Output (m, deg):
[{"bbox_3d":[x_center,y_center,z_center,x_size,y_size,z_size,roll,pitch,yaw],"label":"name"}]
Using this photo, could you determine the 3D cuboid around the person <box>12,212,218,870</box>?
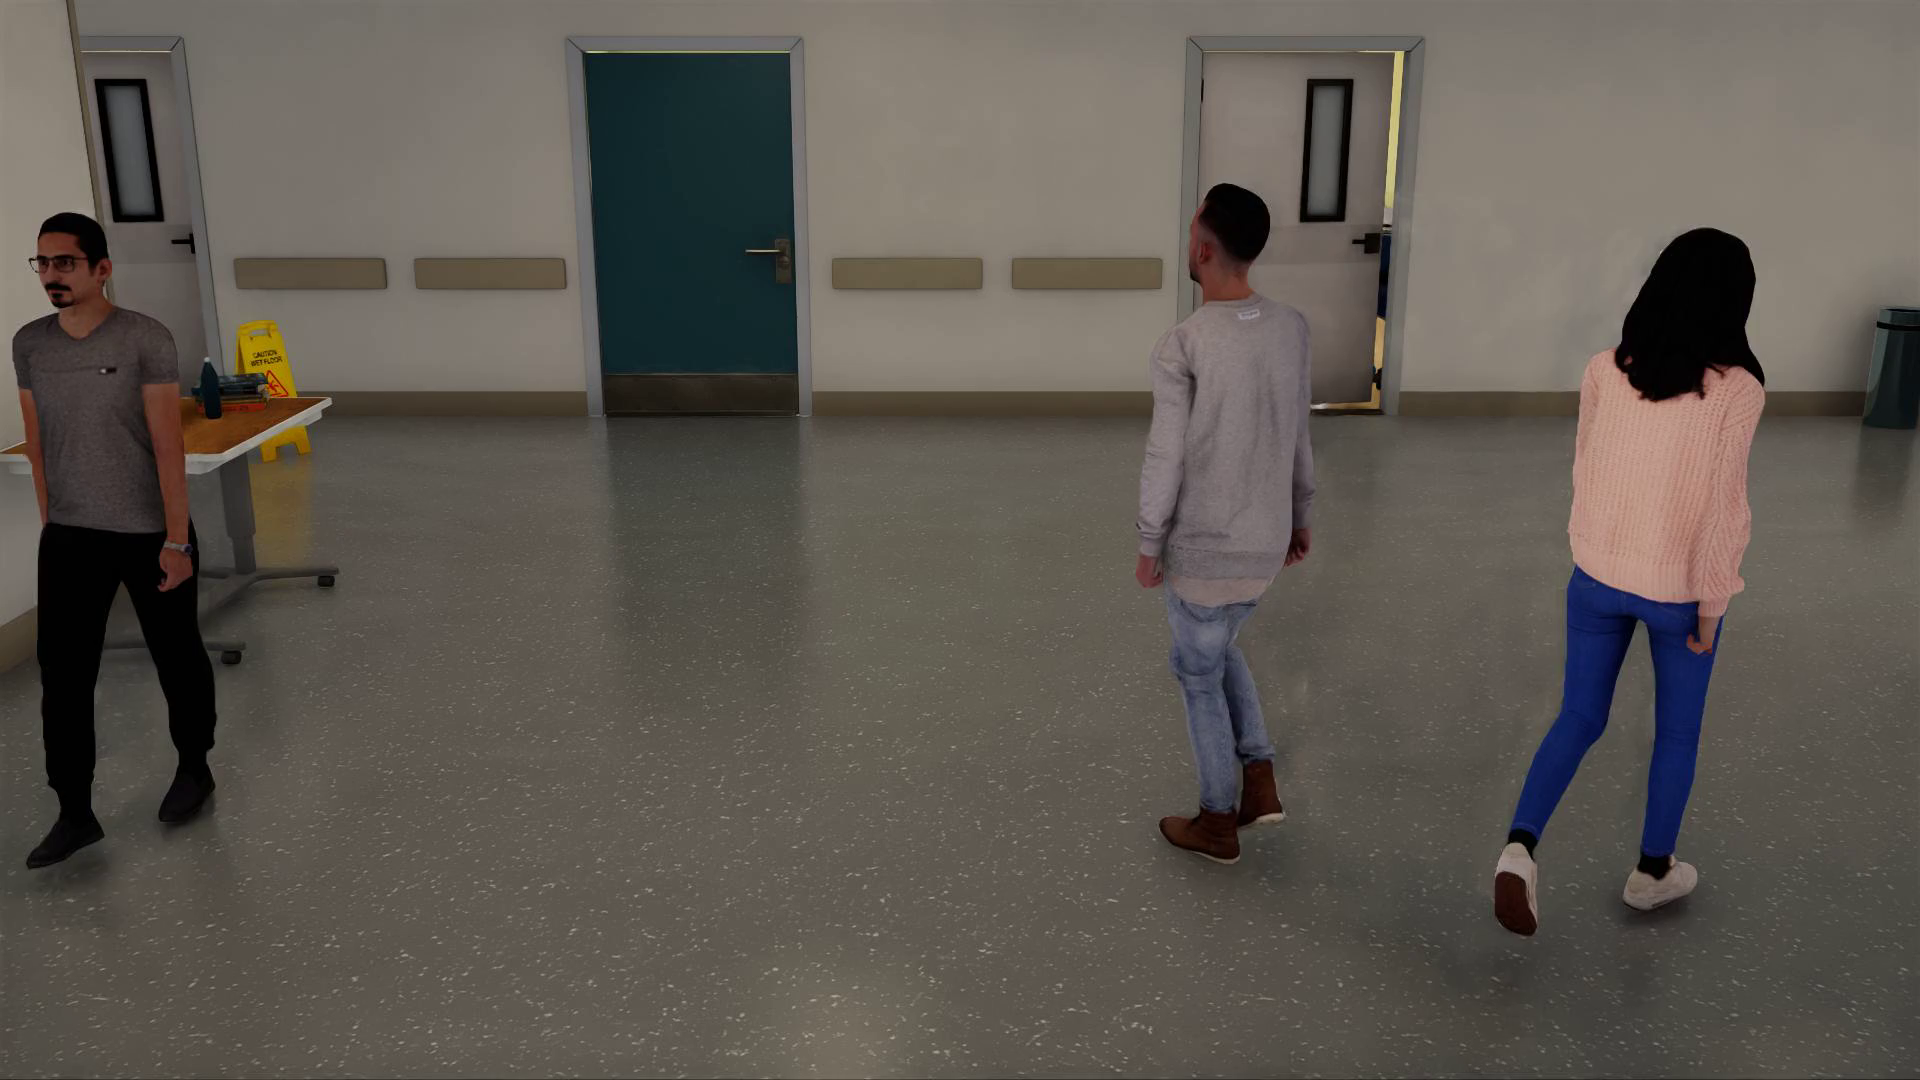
[{"bbox_3d":[-2.326,-0.038,4.690,0.855,1.733,0.730,-2,16,-6],"label":"person"}]

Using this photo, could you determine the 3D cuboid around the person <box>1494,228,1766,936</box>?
[{"bbox_3d":[1.590,0.151,4.002,1.137,1.743,1.045,-13,21,-39],"label":"person"}]

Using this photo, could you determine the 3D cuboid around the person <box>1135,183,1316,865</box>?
[{"bbox_3d":[0.747,0.009,4.343,0.787,1.831,0.878,-10,19,-32],"label":"person"}]
